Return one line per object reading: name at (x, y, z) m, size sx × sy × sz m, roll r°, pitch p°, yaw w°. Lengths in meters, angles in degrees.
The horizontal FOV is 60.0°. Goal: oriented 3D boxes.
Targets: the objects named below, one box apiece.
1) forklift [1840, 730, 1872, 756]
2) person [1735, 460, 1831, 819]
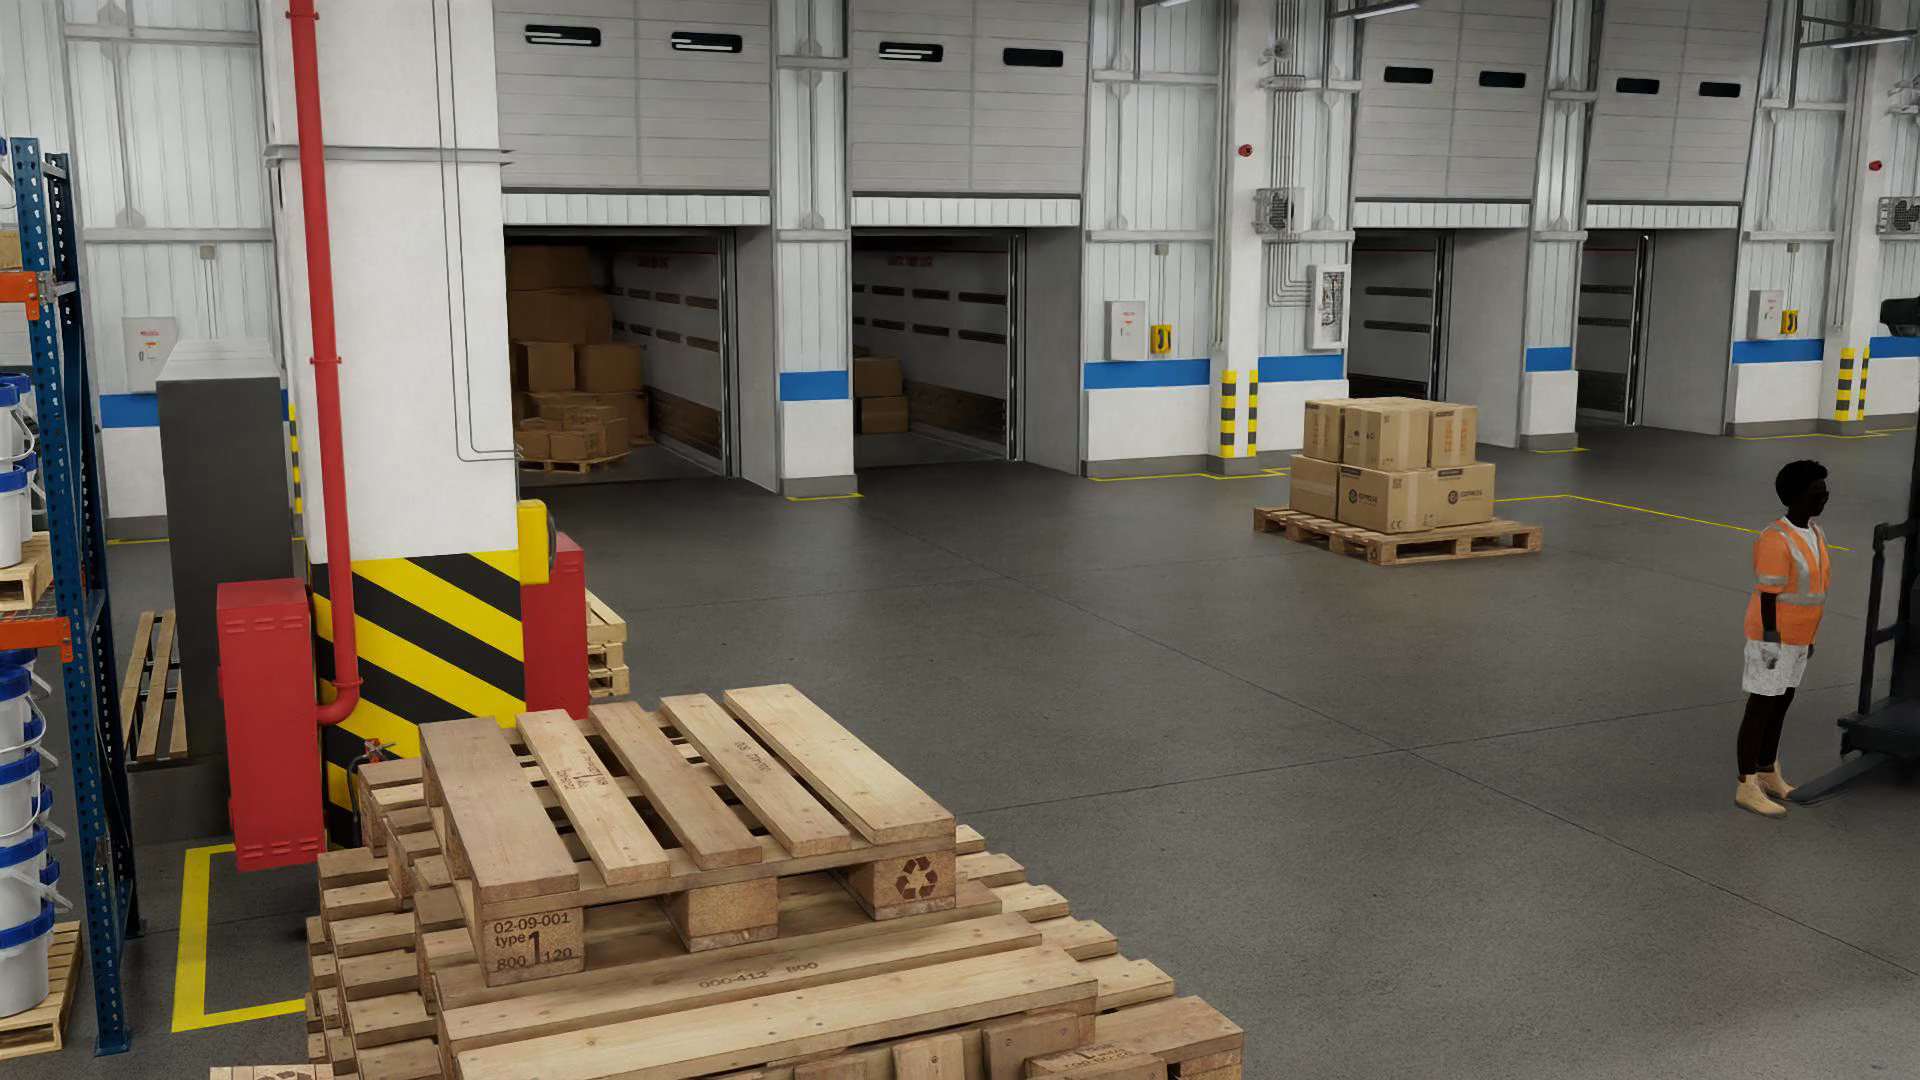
forklift at (5.669, -0.263, 8.633) m, size 1.873 × 2.768 × 1.129 m, roll -9°, pitch 13°, yaw -40°
person at (3.930, 0.457, 7.927) m, size 0.533 × 1.697 × 0.322 m, roll -9°, pitch 14°, yaw -41°
